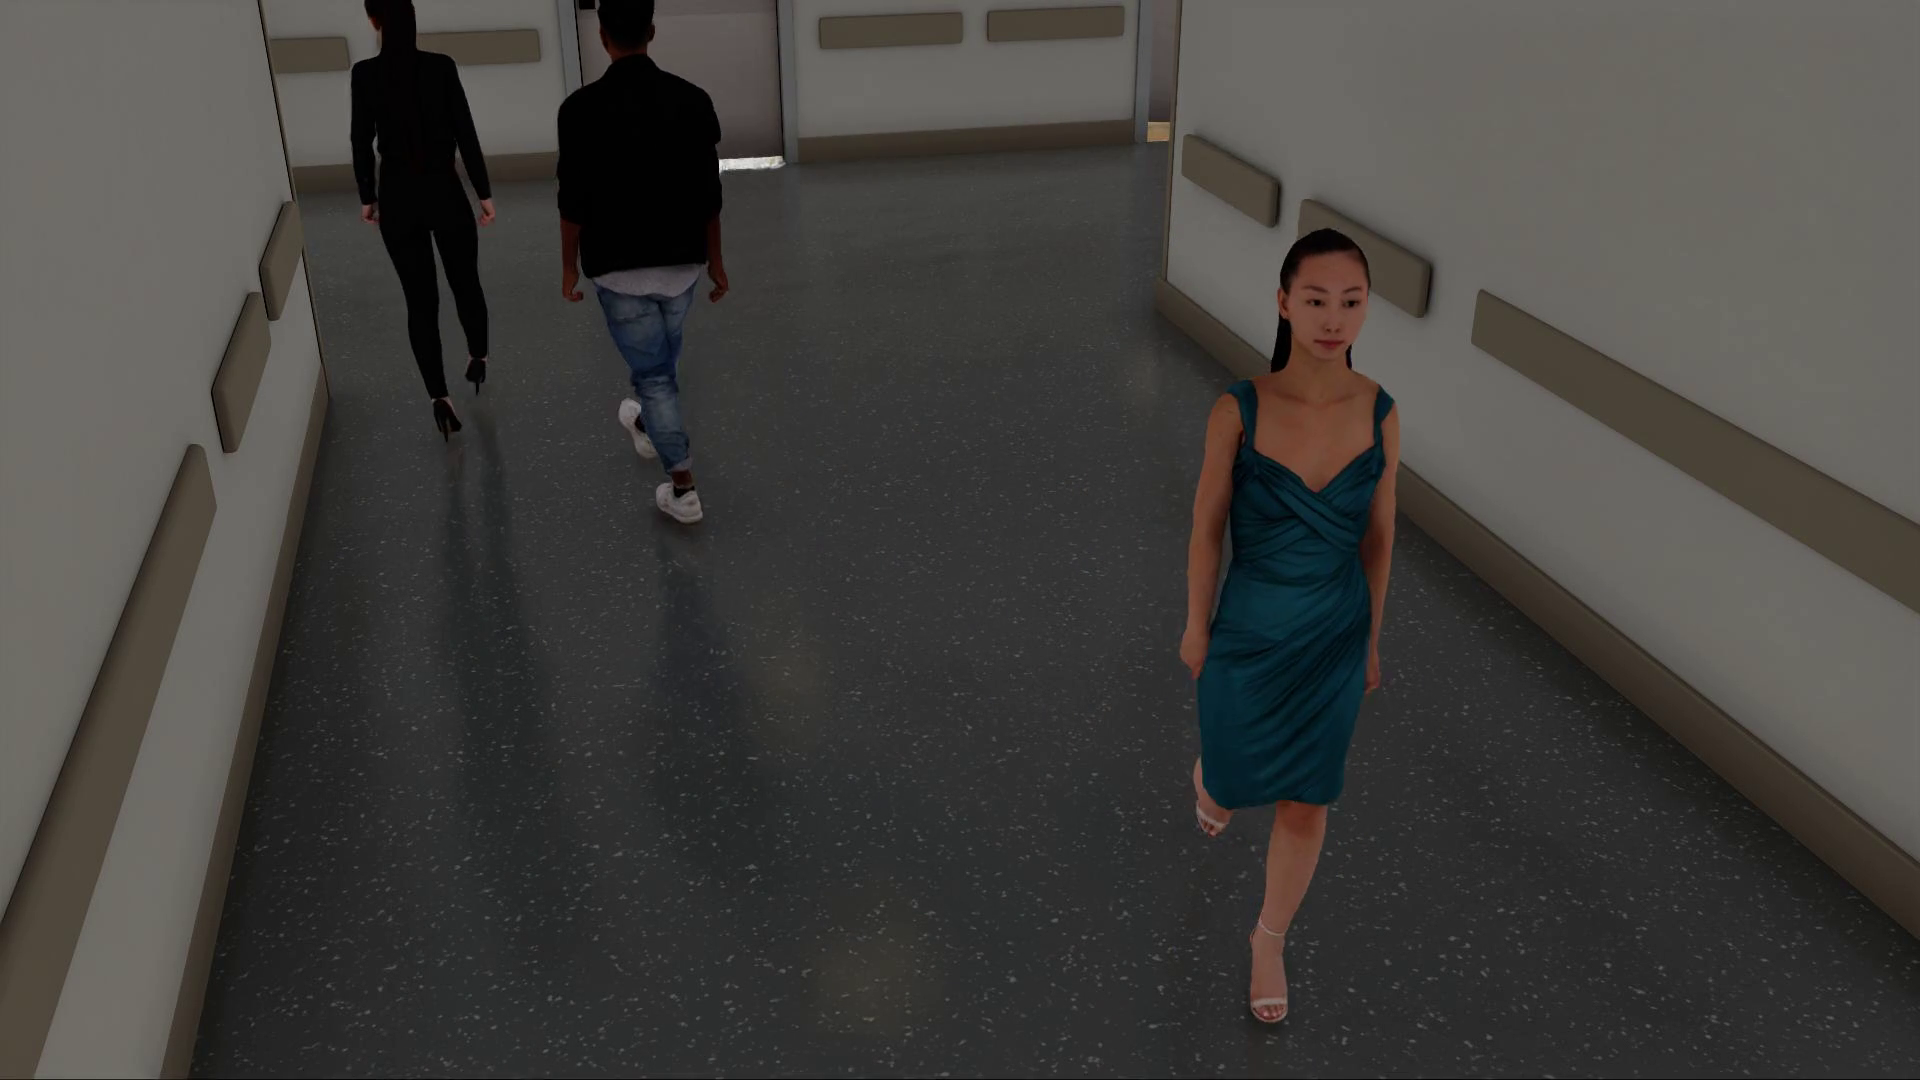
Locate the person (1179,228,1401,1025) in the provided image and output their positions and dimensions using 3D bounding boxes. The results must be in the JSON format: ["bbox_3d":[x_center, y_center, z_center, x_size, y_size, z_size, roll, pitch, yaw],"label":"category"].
[{"bbox_3d":[0.654,0.180,3.411,0.815,1.677,0.740,0,26,0],"label":"person"}]

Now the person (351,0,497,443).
[{"bbox_3d":[-2.015,-1.194,6.266,0.897,1.672,0.739,-5,26,-10],"label":"person"}]

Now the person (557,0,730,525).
[{"bbox_3d":[-1.023,-0.909,5.560,1.144,1.771,0.971,-15,29,-28],"label":"person"}]
